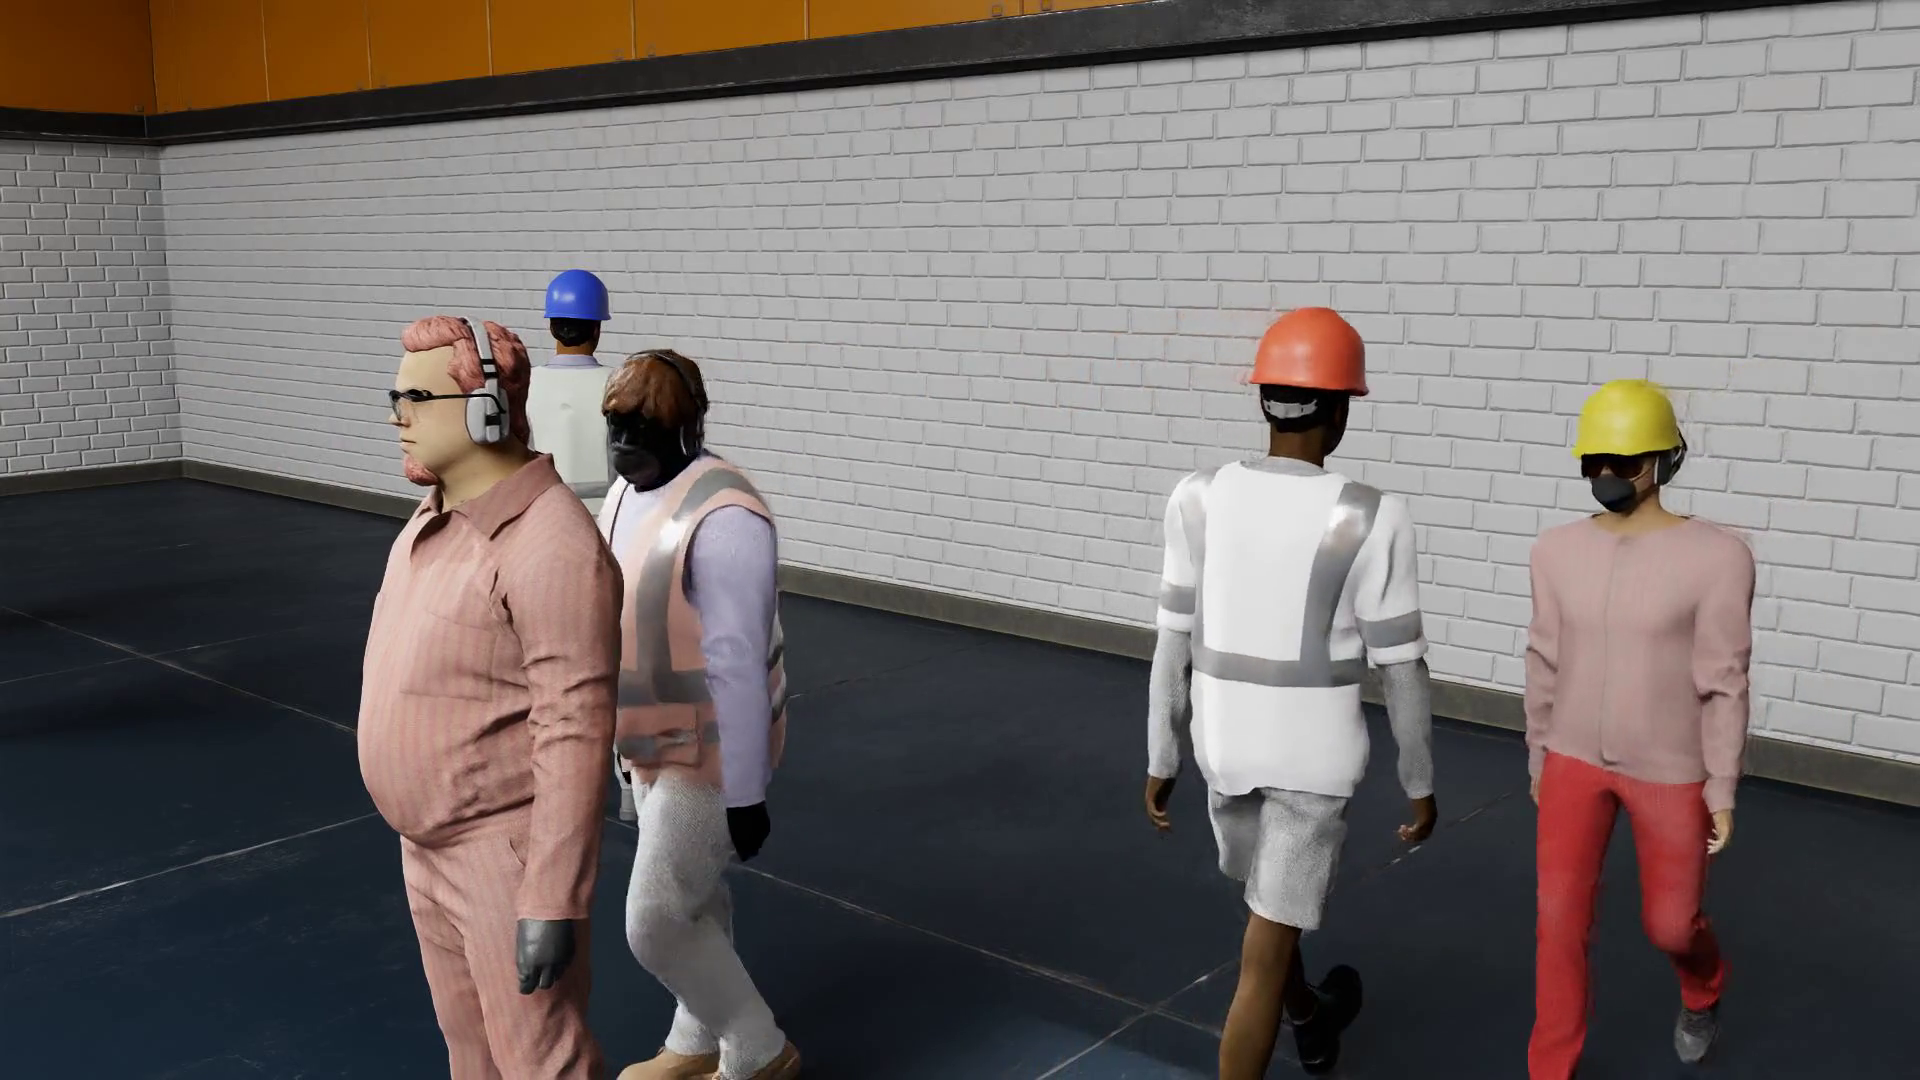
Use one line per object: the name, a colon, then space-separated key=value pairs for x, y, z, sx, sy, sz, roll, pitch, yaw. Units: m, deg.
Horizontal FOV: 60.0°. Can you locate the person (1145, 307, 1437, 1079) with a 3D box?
person: x=0.770 y=0.445 z=3.657 sx=0.573 sy=1.885 sz=0.991 roll=8 pitch=13 yaw=38

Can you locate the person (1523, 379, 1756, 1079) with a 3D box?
person: x=1.551 y=0.494 z=3.812 sx=0.535 sy=1.741 sz=0.737 roll=9 pitch=14 yaw=43

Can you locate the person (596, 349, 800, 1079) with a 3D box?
person: x=-0.615 y=0.477 z=3.729 sx=0.433 sy=1.822 sz=0.665 roll=-5 pitch=11 yaw=-29

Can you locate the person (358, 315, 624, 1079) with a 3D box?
person: x=-0.858 y=0.557 z=2.994 sx=0.409 sy=1.909 sz=0.643 roll=-8 pitch=13 yaw=-39

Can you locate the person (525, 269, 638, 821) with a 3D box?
person: x=-1.323 y=0.034 z=5.852 sx=0.618 sy=1.946 sz=0.394 roll=-1 pitch=10 yaw=-4
